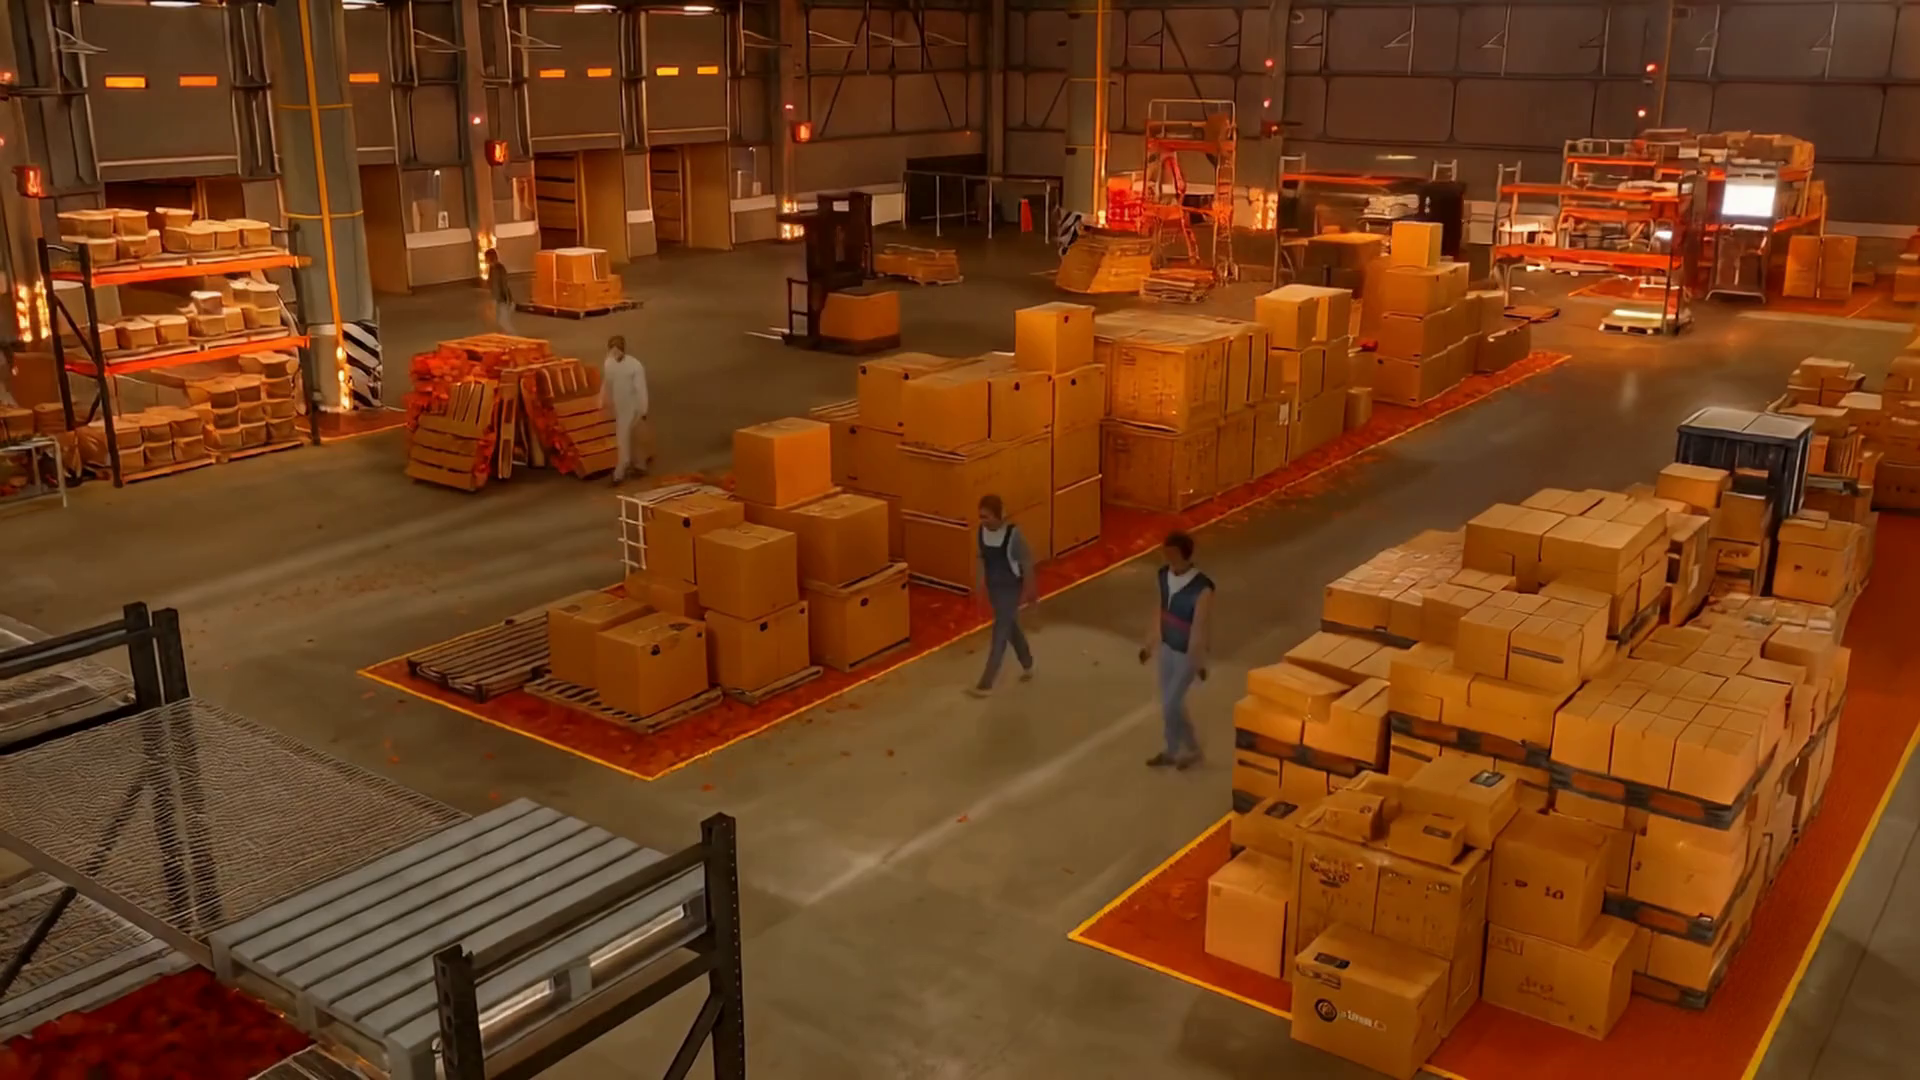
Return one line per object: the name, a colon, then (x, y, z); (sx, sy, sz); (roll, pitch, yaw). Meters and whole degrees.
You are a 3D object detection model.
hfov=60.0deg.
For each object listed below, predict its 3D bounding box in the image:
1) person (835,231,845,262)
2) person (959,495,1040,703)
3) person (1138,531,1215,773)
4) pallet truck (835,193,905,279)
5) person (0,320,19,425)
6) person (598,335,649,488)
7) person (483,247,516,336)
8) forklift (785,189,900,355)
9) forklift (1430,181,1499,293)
person: (-2.409, -5.098, 32.453); (0.989, 1.838, 0.580); (0, 17, 1)
person: (0.388, 0.460, 14.144); (0.581, 1.783, 0.971); (15, 23, 41)
person: (1.668, 0.843, 12.643); (0.447, 1.901, 0.599); (-8, 18, -23)
pallet truck: (-1.936, -7.159, 38.982); (1.885, 1.965, 0.823); (-12, 21, -34)
person: (-13.948, -2.586, 24.030); (0.563, 1.895, 0.992); (1, 17, 3)
person: (-4.275, -1.616, 20.802); (0.630, 1.899, 0.928); (15, 22, 40)
person: (-8.115, -4.216, 29.403); (0.524, 1.911, 0.640); (-12, 21, -35)
forklift: (-2.103, -4.831, 29.771); (1.873, 2.768, 1.129); (12, 21, 35)
forklift: (9.159, -5.330, 31.424); (1.873, 2.768, 1.129); (12, 21, 35)
